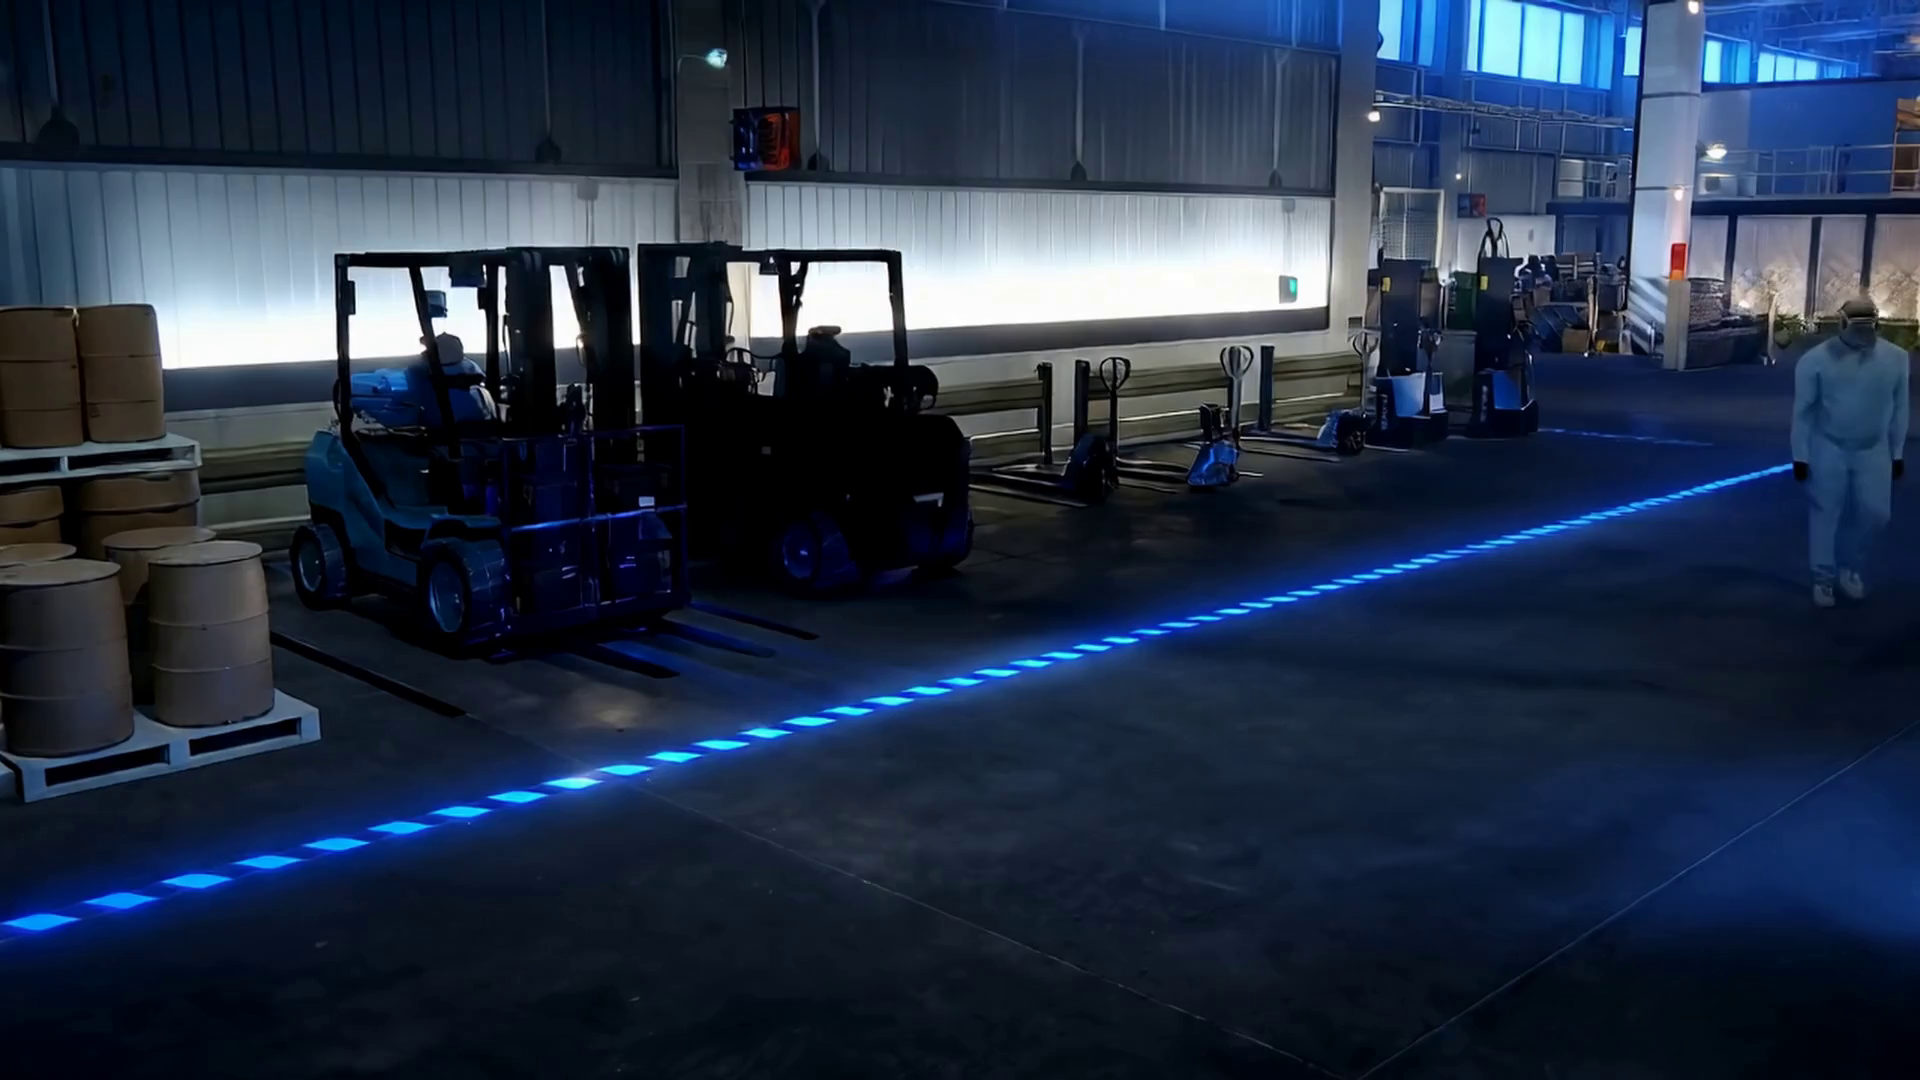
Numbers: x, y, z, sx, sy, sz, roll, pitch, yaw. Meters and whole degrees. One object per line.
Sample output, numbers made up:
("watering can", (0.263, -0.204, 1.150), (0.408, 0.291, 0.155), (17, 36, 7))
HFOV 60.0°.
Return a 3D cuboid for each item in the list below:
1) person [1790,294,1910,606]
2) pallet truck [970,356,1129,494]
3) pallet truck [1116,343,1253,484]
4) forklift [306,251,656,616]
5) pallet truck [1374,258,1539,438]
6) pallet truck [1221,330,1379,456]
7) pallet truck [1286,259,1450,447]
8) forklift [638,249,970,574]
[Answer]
("person", (5.371, -0.531, 10.054), (0.668, 1.889, 0.422), (2, 11, 11))
("pallet truck", (0.784, -1.085, 14.876), (0.680, 1.201, 1.601), (-10, 14, -44))
("pallet truck", (1.962, -1.215, 15.415), (1.522, 1.261, 0.704), (10, 14, 43))
("forklift", (-2.833, -0.669, 9.694), (1.157, 1.987, 2.680), (-10, 14, -44))
("pallet truck", (5.704, -2.208, 18.901), (1.885, 1.965, 0.823), (10, 14, 43))
("pallet truck", (3.563, -1.581, 17.381), (0.653, 1.274, 1.630), (-10, 14, -44))
("pallet truck", (4.493, -2.078, 18.196), (0.823, 1.965, 1.885), (-9, 14, -40))
("forklift", (-1.173, -0.958, 11.239), (2.680, 1.987, 1.157), (10, 14, 43))
